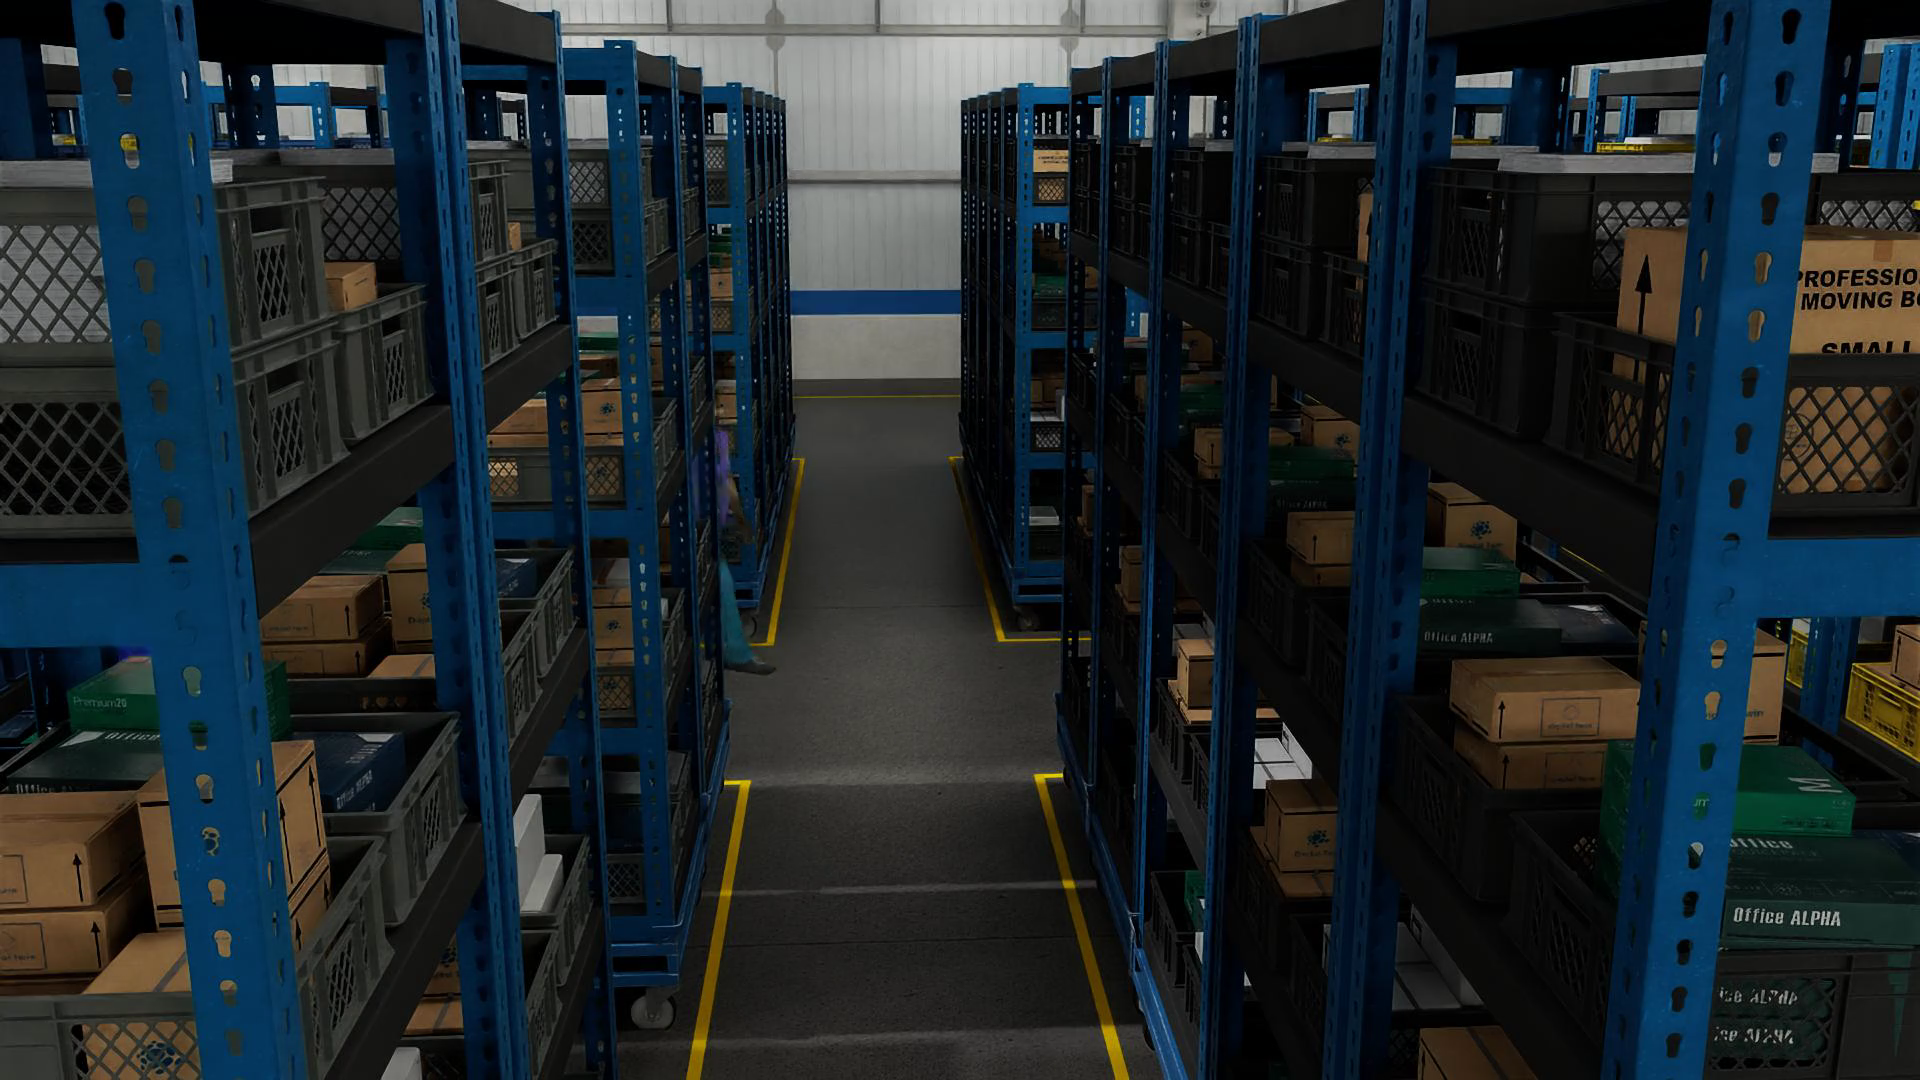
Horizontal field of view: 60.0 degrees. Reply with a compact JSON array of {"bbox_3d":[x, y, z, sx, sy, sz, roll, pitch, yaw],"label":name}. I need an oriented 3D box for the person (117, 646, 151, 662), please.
[{"bbox_3d":[-2.449,1.169,5.055,0.654,1.912,0.854,-3,14,-10],"label":"person"}]

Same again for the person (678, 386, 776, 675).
[{"bbox_3d":[-1.613,-0.075,10.353,0.945,1.805,0.568,4,14,15],"label":"person"}]
